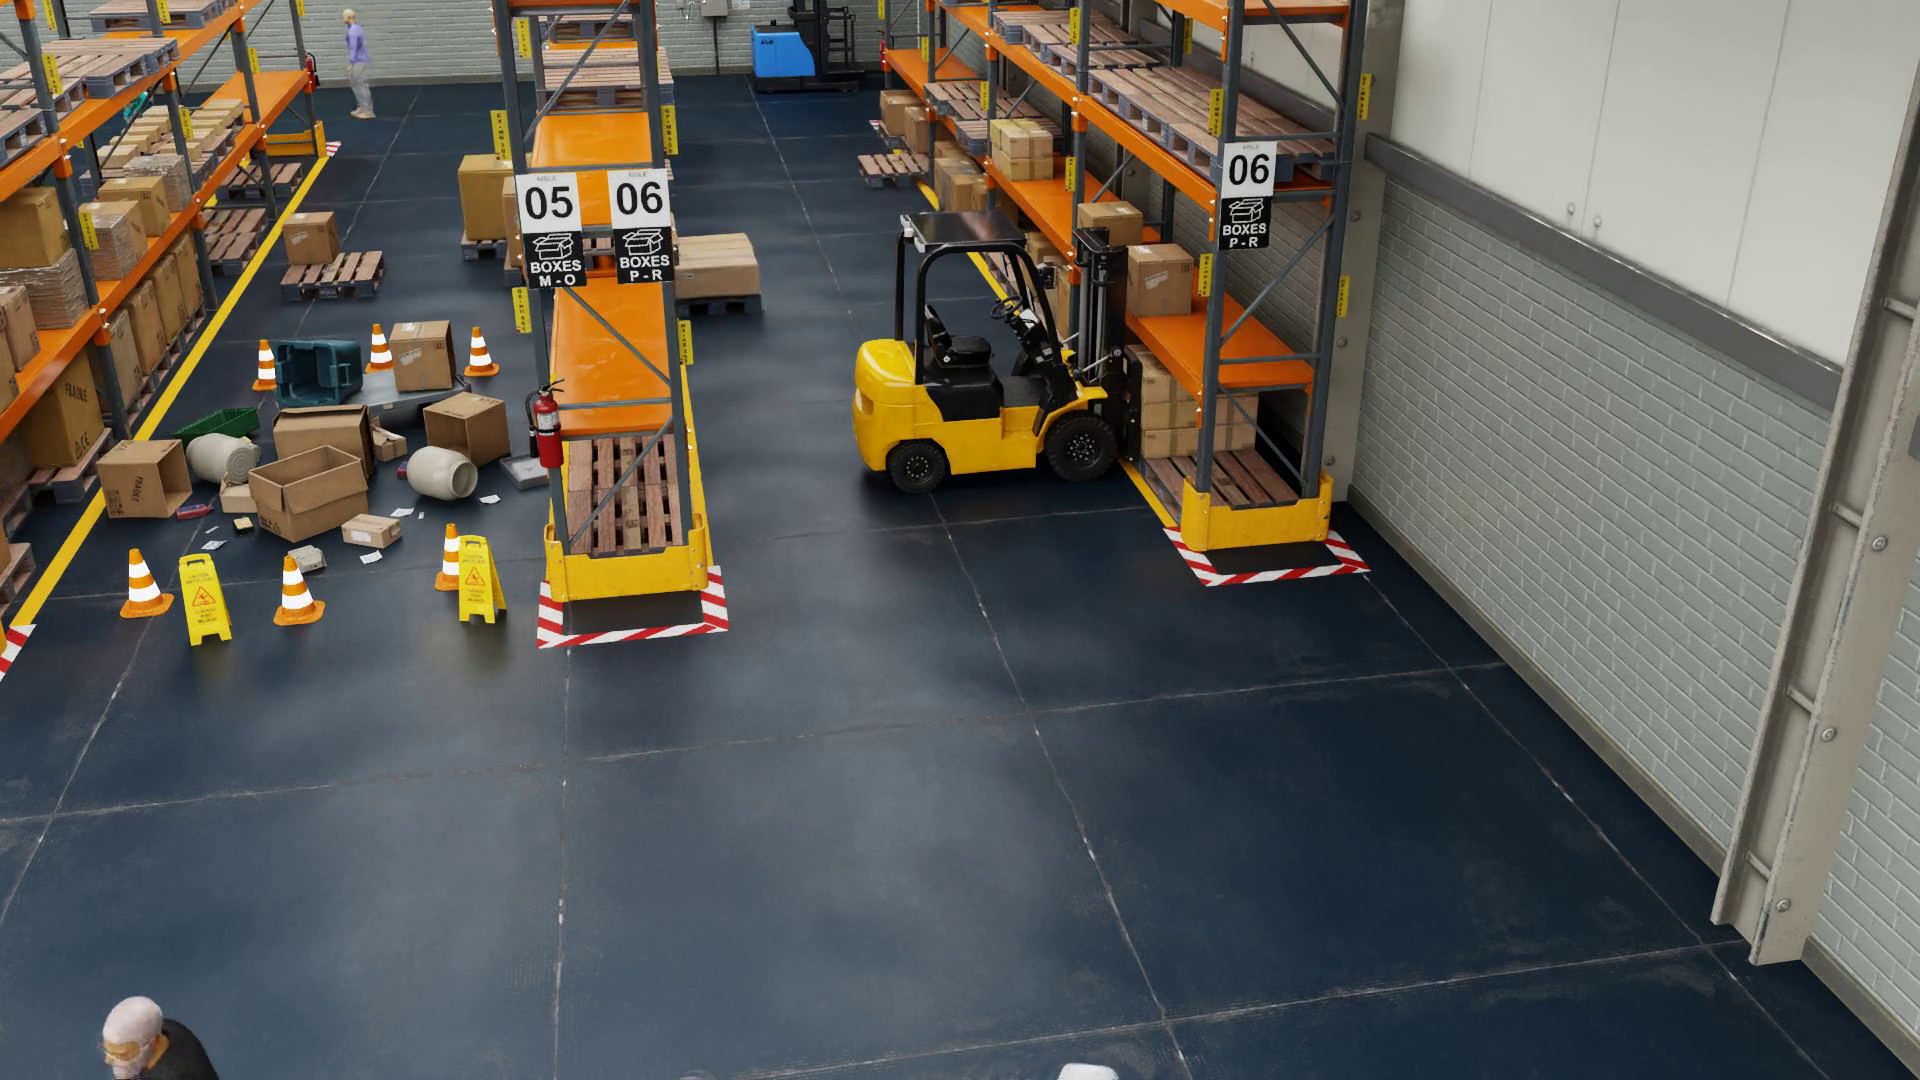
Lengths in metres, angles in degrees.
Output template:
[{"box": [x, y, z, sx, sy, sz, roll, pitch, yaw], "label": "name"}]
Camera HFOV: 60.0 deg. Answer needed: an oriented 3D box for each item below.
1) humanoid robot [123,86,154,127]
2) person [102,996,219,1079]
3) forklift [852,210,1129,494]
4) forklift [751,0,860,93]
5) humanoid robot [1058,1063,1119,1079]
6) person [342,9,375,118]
[{"box": [-12.876, -6.890, 25.806, 0.852, 1.787, 0.558, 11, 28, 21], "label": "humanoid robot"}, {"box": [-2.927, 2.421, 6.273, 0.469, 1.841, 0.599, -12, 28, -23], "label": "person"}, {"box": [0.216, -1.659, 14.366, 2.313, 2.155, 1.214, -5, 26, -10], "label": "forklift"}, {"box": [-2.872, -9.679, 30.288, 1.873, 2.768, 1.129, -5, 26, -10], "label": "forklift"}, {"box": [0.218, 2.622, 5.985, 0.711, 1.795, 0.547, 3, 26, 6], "label": "humanoid robot"}, {"box": [-10.223, -8.048, 28.130, 0.506, 1.792, 0.614, -5, 26, -10], "label": "person"}]
